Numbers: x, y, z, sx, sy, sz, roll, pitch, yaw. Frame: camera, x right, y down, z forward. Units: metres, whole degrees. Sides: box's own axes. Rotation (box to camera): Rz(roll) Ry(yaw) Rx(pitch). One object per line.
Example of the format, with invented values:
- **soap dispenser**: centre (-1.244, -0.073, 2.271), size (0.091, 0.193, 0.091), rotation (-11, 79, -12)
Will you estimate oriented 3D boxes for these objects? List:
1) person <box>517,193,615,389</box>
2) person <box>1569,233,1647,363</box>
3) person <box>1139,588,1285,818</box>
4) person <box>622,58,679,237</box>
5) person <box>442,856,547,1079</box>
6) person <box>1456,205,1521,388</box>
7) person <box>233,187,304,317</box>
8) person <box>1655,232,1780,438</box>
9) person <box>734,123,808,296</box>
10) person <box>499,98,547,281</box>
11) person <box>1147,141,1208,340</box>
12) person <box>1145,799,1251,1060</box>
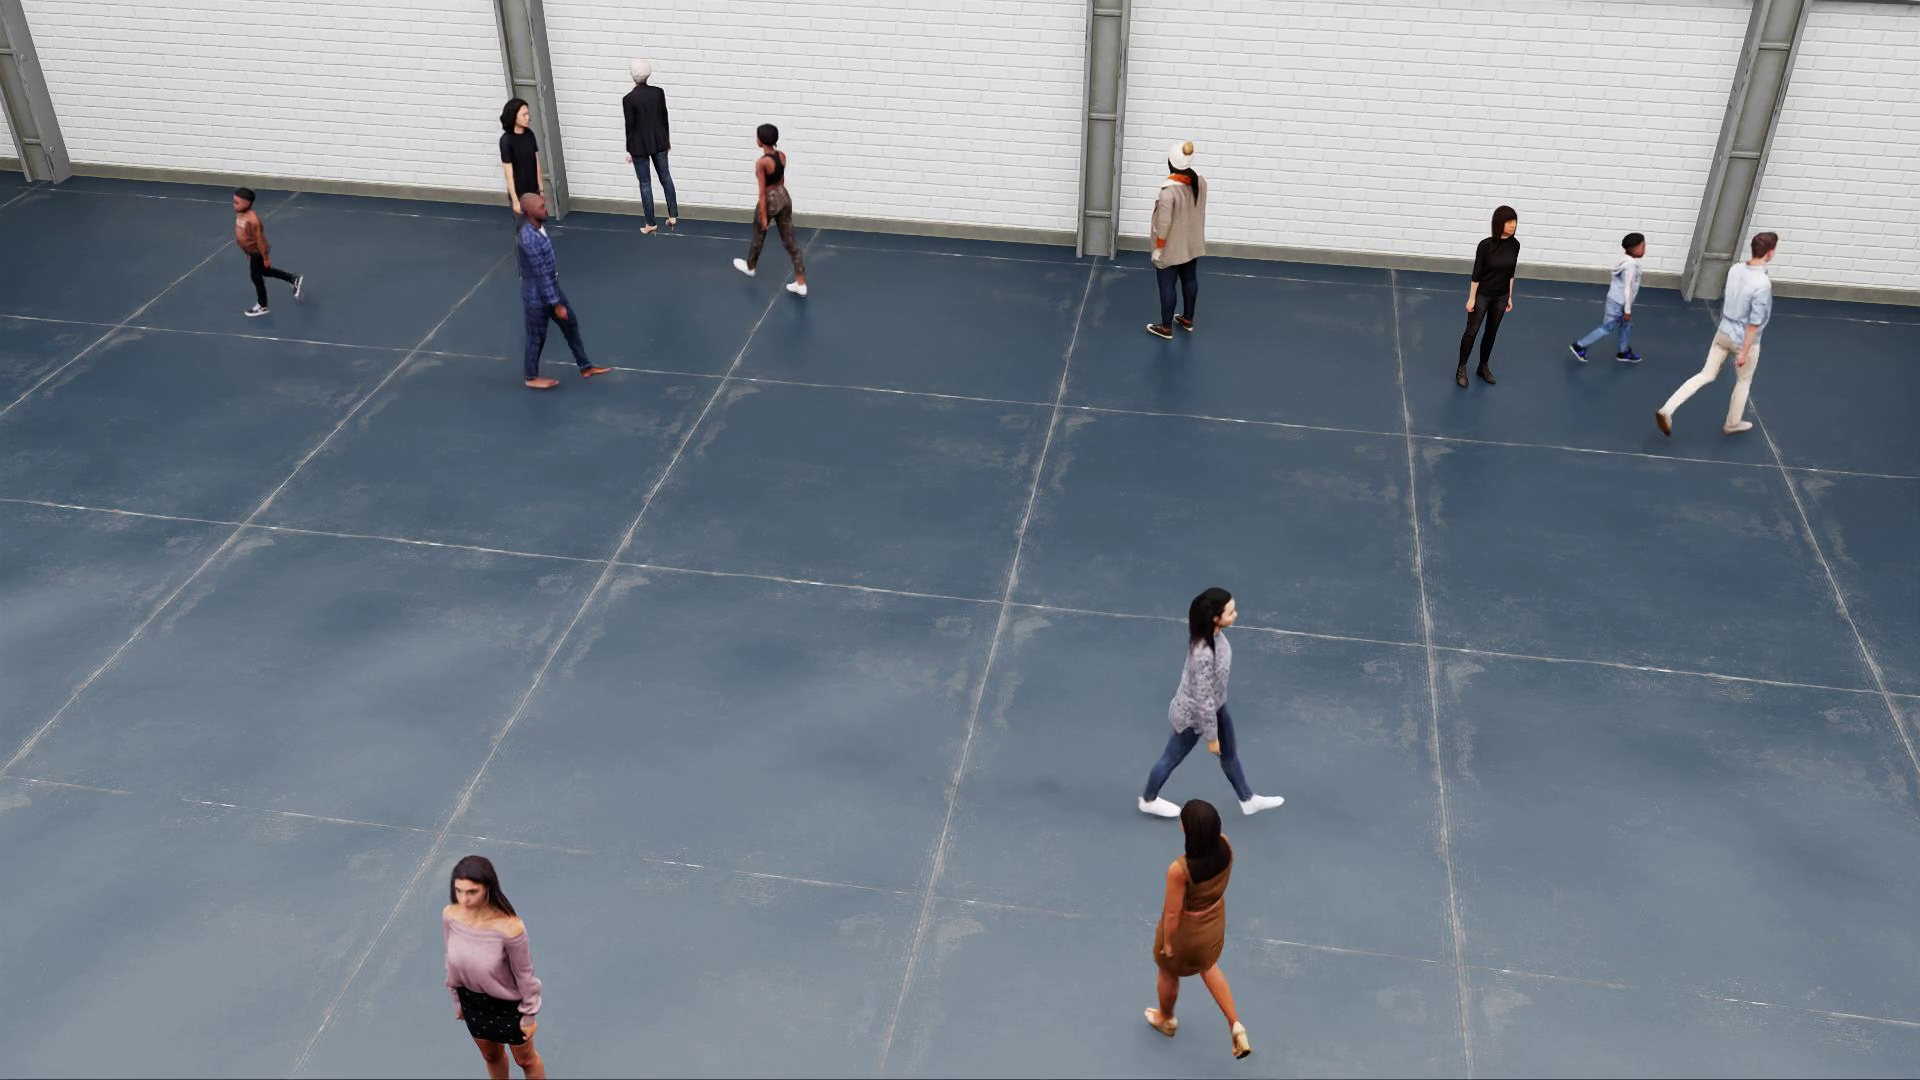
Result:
- **person**: centre (-3.683, -2.110, 14.326), size (1.036, 1.789, 0.737), rotation (2, 34, 3)
- **person**: centre (5.846, -2.150, 14.878), size (0.870, 1.245, 0.497), rotation (7, 34, 11)
- **person**: centre (1.309, 0.992, 9.744), size (1.100, 1.695, 0.698), rotation (8, 34, 11)
- **person**: centre (-3.003, -3.805, 16.149), size (0.837, 1.710, 0.803), rotation (-23, 40, -30)
- **person**: centre (-2.178, 2.186, 7.842), size (0.490, 1.811, 0.693), rotation (9, 35, 13)
- **person**: centre (4.616, -2.140, 14.505), size (0.555, 1.640, 0.696), rotation (-6, 34, -9)
- **person**: centre (-6.616, -2.764, 15.807), size (0.888, 1.239, 0.864), rotation (-26, 41, -33)
- **person**: centre (6.242, -1.619, 13.564), size (1.269, 1.815, 1.000), rotation (-10, 35, -14)
- **person**: centre (-1.723, -3.141, 16.007), size (1.245, 1.645, 0.982), rotation (24, 41, 32)
- **person**: centre (-4.276, -3.438, 16.285), size (0.634, 1.831, 0.689), rotation (16, 37, 23)
- **person**: centre (2.008, -2.763, 15.219), size (0.823, 1.887, 0.884), rotation (-21, 39, -28)
- **person**: centre (1.216, 1.976, 8.283), size (0.899, 1.673, 0.970), rotation (-23, 40, -30)
